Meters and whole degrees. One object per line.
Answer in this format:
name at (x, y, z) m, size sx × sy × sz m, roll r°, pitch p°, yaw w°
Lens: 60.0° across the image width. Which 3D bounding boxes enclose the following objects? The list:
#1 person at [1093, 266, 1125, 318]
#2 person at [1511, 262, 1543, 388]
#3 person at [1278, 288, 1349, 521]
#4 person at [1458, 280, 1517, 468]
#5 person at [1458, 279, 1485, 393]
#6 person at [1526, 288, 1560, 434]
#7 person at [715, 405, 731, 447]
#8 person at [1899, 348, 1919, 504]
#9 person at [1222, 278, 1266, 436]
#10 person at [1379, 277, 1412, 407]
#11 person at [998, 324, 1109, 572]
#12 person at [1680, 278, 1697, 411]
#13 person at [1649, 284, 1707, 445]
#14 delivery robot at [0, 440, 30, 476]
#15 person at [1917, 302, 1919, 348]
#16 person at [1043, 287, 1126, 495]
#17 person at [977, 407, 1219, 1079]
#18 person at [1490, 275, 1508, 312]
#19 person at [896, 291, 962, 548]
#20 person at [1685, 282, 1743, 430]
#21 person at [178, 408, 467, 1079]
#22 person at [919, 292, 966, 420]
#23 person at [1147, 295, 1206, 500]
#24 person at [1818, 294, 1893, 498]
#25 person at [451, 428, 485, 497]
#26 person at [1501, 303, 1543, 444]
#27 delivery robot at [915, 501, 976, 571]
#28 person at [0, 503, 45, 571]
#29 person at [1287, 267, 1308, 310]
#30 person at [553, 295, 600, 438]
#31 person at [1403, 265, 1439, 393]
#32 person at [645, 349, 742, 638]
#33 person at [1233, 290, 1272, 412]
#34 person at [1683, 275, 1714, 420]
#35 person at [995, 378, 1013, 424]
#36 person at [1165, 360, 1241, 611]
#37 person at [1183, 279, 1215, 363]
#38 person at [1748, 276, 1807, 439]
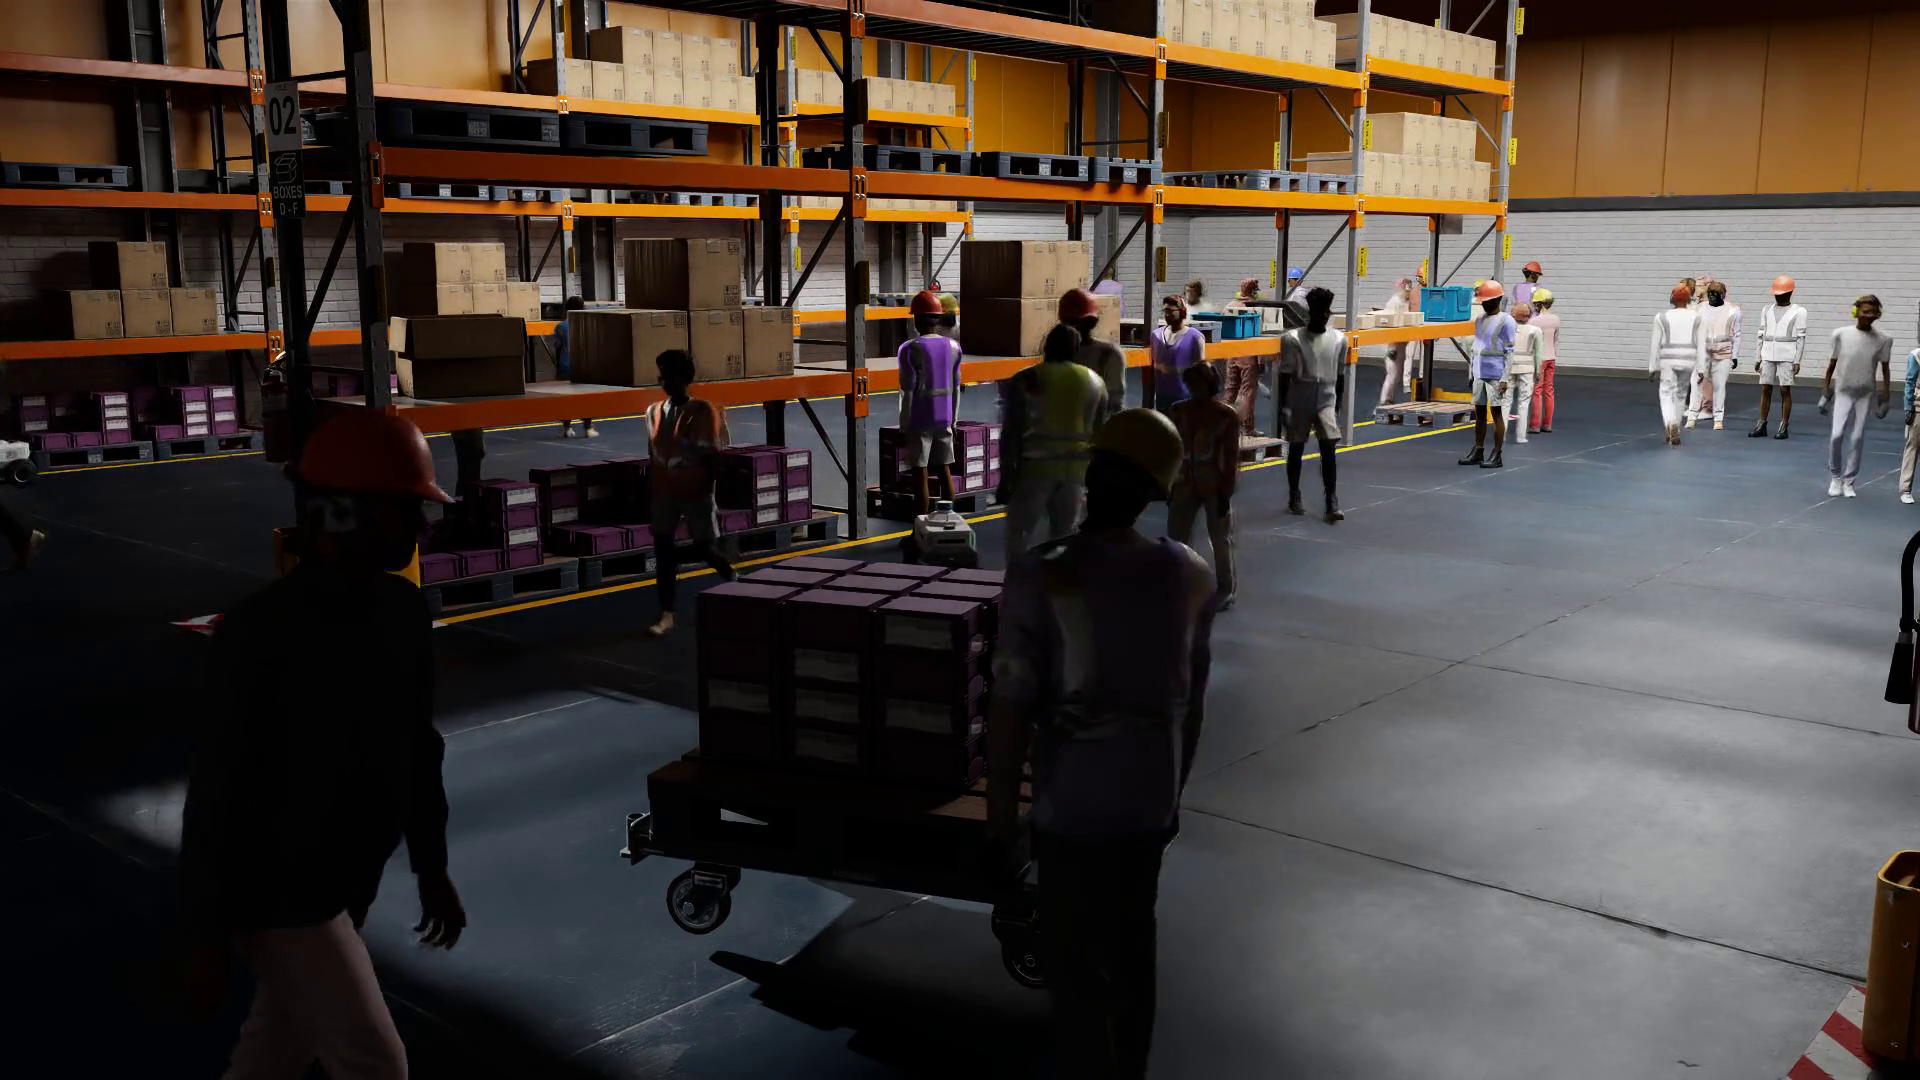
person at (2.724, -4.051, 30.462) m, size 0.627 × 1.940 × 0.372 m, roll 6°, pitch 12°, yaw 30°
person at (9.155, -3.451, 26.779) m, size 0.392 × 2.034 × 0.605 m, roll -6°, pitch 12°, yaw -33°
person at (2.936, -1.113, 13.780) m, size 0.611 × 1.920 × 0.953 m, roll 0°, pitch 10°, yaw -3°
person at (5.430, -1.700, 17.106) m, size 0.370 × 1.928 × 0.543 m, roll -5°, pitch 11°, yaw -27°
person at (7.921, -3.086, 25.396) m, size 0.613 × 1.789 × 0.915 m, roll 4°, pitch 11°, yaw 24°
person at (7.069, -2.172, 20.257) m, size 0.525 × 1.769 × 0.308 m, roll -7°, pitch 12°, yaw -33°
person at (-2.438, -1.524, 16.283) m, size 0.538 × 1.866 × 0.313 m, roll 9°, pitch 14°, yaw 43°
person at (8.578, -1.128, 14.680) m, size 0.511 × 1.638 × 0.308 m, roll 0°, pitch 10°, yaw 1°
person at (3.447, -2.195, 20.034) m, size 0.396 × 1.900 × 0.635 m, roll -9°, pitch 13°, yaw -40°
person at (5.870, -2.584, 22.333) m, size 0.408 × 1.868 × 0.770 m, roll 4°, pitch 11°, yaw 19°
person at (0.523, -0.403, 10.095) m, size 0.756 × 1.800 × 0.431 m, roll -2°, pitch 10°, yaw -14°
person at (10.073, -2.706, 23.072) m, size 0.351 × 1.846 × 0.506 m, roll 6°, pitch 11°, yaw 29°
person at (8.148, -1.968, 18.872) m, size 0.592 × 1.857 × 0.806 m, roll 3°, pitch 10°, yaw 14°
delivery robot at (-9.133, -0.789, 15.562) m, size 0.477 × 0.478 × 0.707 m, roll 9°, pitch 13°, yaw 41°
person at (13.854, -2.814, 23.482) m, size 0.635 × 1.919 × 0.835 m, roll 5°, pitch 11°, yaw 25°
person at (0.874, -0.682, 11.094) m, size 0.622 × 2.010 × 0.809 m, roll 6°, pitch 11°, yaw 30°
person at (0.347, 0.637, 3.961) m, size 0.653 × 1.876 × 0.450 m, roll -7°, pitch 12°, yaw -33°
person at (8.750, -3.486, 27.519) m, size 0.560 × 1.840 × 0.590 m, roll 4°, pitch 11°, yaw 23°
person at (-0.248, -0.891, 12.471) m, size 0.544 × 1.939 × 0.354 m, roll -7°, pitch 12°, yaw -36°
person at (9.377, -2.292, 20.741) m, size 0.630 × 1.836 × 0.429 m, roll 5°, pitch 11°, yaw 26°
person at (-1.273, 0.705, 3.383) m, size 0.966 × 1.933 × 0.632 m, roll 1°, pitch 10°, yaw 8°
person at (-0.229, -1.714, 17.540) m, size 0.599 × 1.804 × 0.673 m, roll -8°, pitch 13°, yaw -38°
person at (1.920, -1.248, 14.766) m, size 0.564 × 1.847 × 0.397 m, roll 9°, pitch 13°, yaw 42°
person at (8.061, -1.287, 14.976) m, size 0.569 × 1.847 × 0.489 m, roll 4°, pitch 11°, yaw 22°
person at (-3.658, -0.736, 12.455) m, size 0.280 × 1.634 × 0.498 m, roll -5°, pitch 11°, yaw -28°
person at (6.457, -1.922, 19.255) m, size 0.515 × 1.620 × 0.345 m, roll 5°, pitch 11°, yaw 28°
delivery robot at (-0.103, -0.021, 11.188) m, size 0.477 × 0.478 × 0.707 m, roll -1°, pitch 10°, yaw -8°
person at (-6.844, -0.743, 11.336) m, size 0.696 × 2.000 × 0.789 m, roll 7°, pitch 12°, yaw 35°
person at (5.307, -3.326, 26.311) m, size 0.389 × 1.948 × 0.607 m, roll 0°, pitch 10°, yaw 1°
person at (-4.551, -2.049, 19.756) m, size 0.538 × 1.697 × 0.320 m, roll 2°, pitch 10°, yaw 11°
person at (7.193, -3.290, 25.969) m, size 0.609 × 1.996 × 0.383 m, roll -1°, pitch 10°, yaw -6°
person at (-1.603, -0.296, 9.826) m, size 0.539 × 1.675 × 0.708 m, roll 4°, pitch 11°, yaw 23°
person at (3.871, -2.456, 22.042) m, size 0.763 × 1.718 × 0.492 m, roll 0°, pitch 10°, yaw 3°
person at (9.788, -2.542, 21.968) m, size 0.403 × 1.904 × 0.652 m, roll -1°, pitch 10°, yaw -4°
person at (0.636, -1.887, 18.252) m, size 0.558 × 1.891 × 0.681 m, roll -6°, pitch 11°, yaw -29°
person at (1.456, -0.297, 10.089) m, size 0.524 × 1.583 × 0.900 m, roll 6°, pitch 12°, yaw 33°
person at (2.903, -2.326, 20.835) m, size 1.077 × 1.882 × 0.638 m, roll -8°, pitch 13°, yaw -39°
person at (9.690, -2.155, 19.699) m, size 0.373 × 1.928 × 0.543 m, roll -8°, pitch 13°, yaw -40°
